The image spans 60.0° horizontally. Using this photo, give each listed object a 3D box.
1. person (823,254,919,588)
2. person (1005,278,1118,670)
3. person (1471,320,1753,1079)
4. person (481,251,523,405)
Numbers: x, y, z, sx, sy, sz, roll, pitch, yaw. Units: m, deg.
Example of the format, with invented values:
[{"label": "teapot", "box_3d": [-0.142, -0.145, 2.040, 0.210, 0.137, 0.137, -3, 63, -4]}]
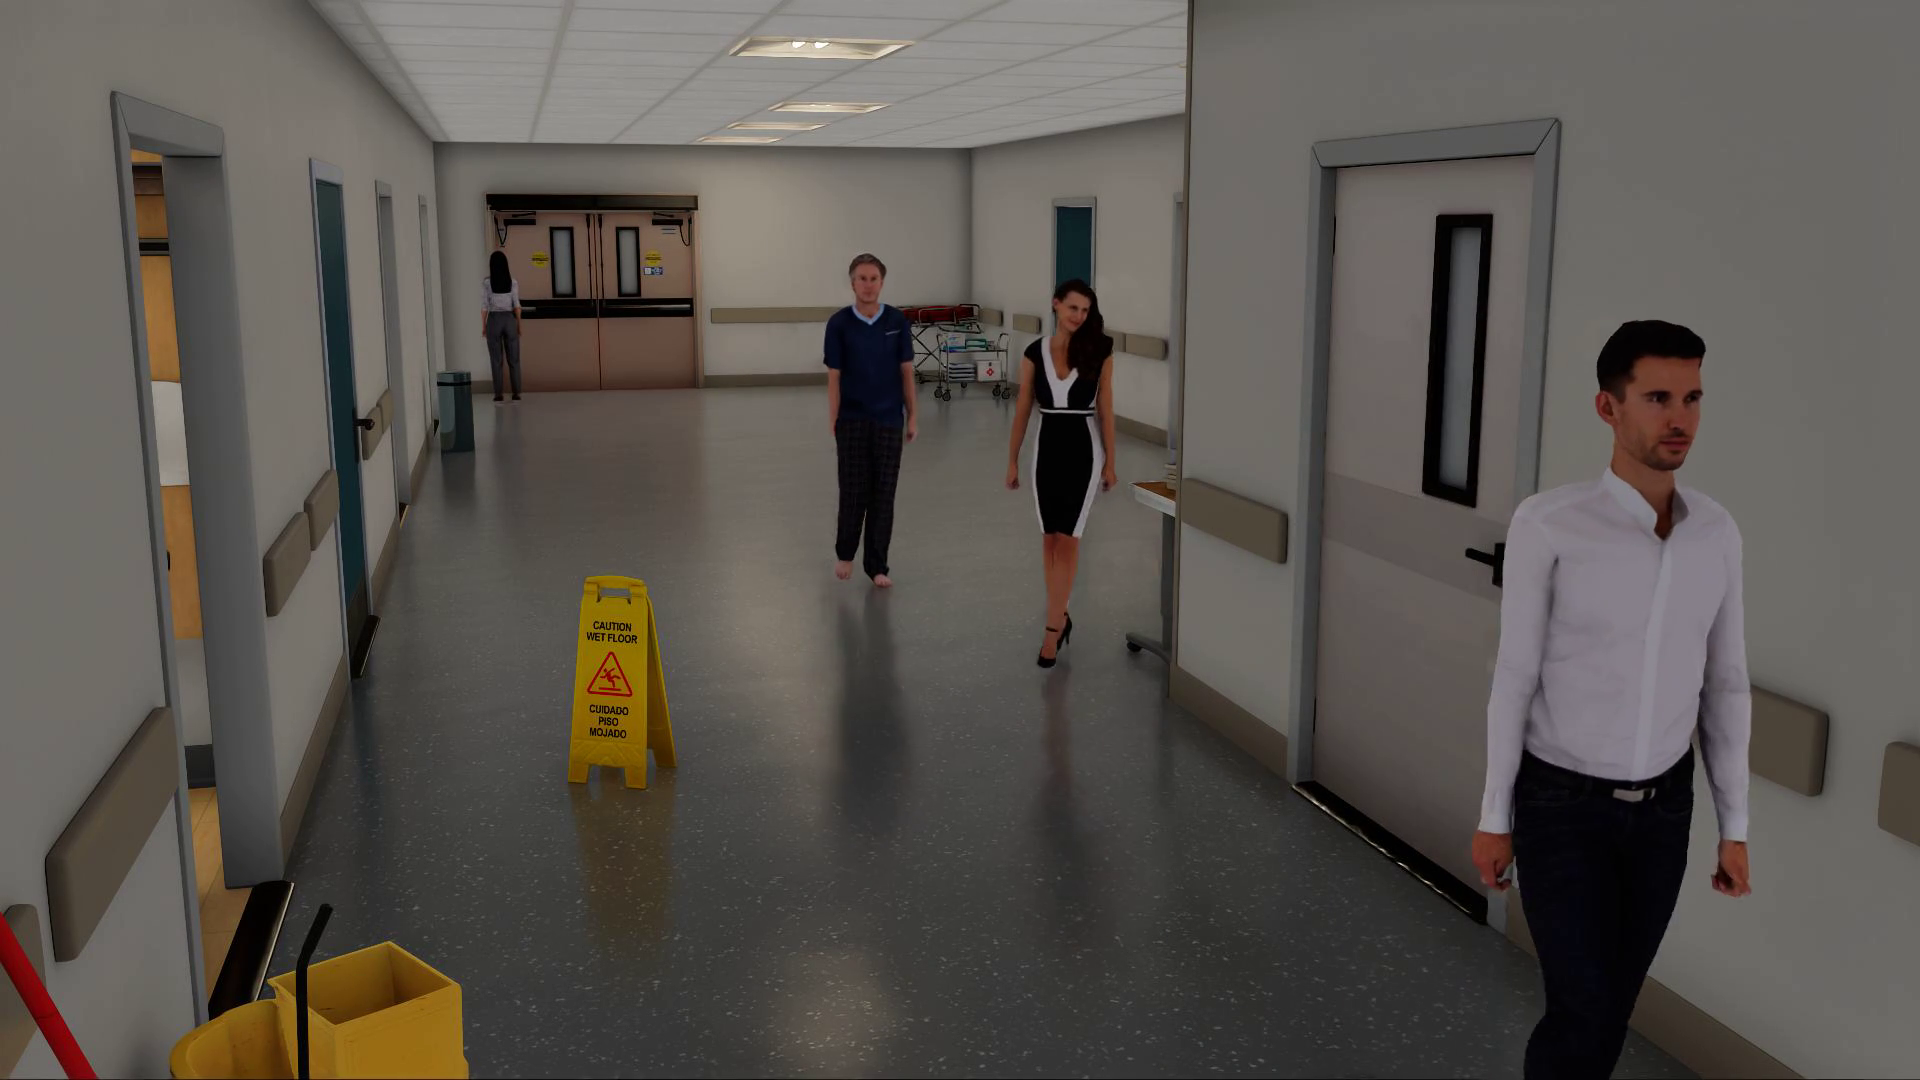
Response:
[{"label": "person", "box_3d": [-0.523, -0.667, 9.394, 0.661, 1.861, 0.614, -3, 11, -16]}, {"label": "person", "box_3d": [0.523, -0.317, 7.783, 0.906, 1.773, 0.995, 5, 12, 22]}, {"label": "person", "box_3d": [1.228, 0.492, 3.299, 0.682, 1.856, 0.713, -2, 11, -9]}, {"label": "person", "box_3d": [-5.270, -2.448, 19.122, 0.629, 1.733, 0.561, -4, 12, -21]}]
